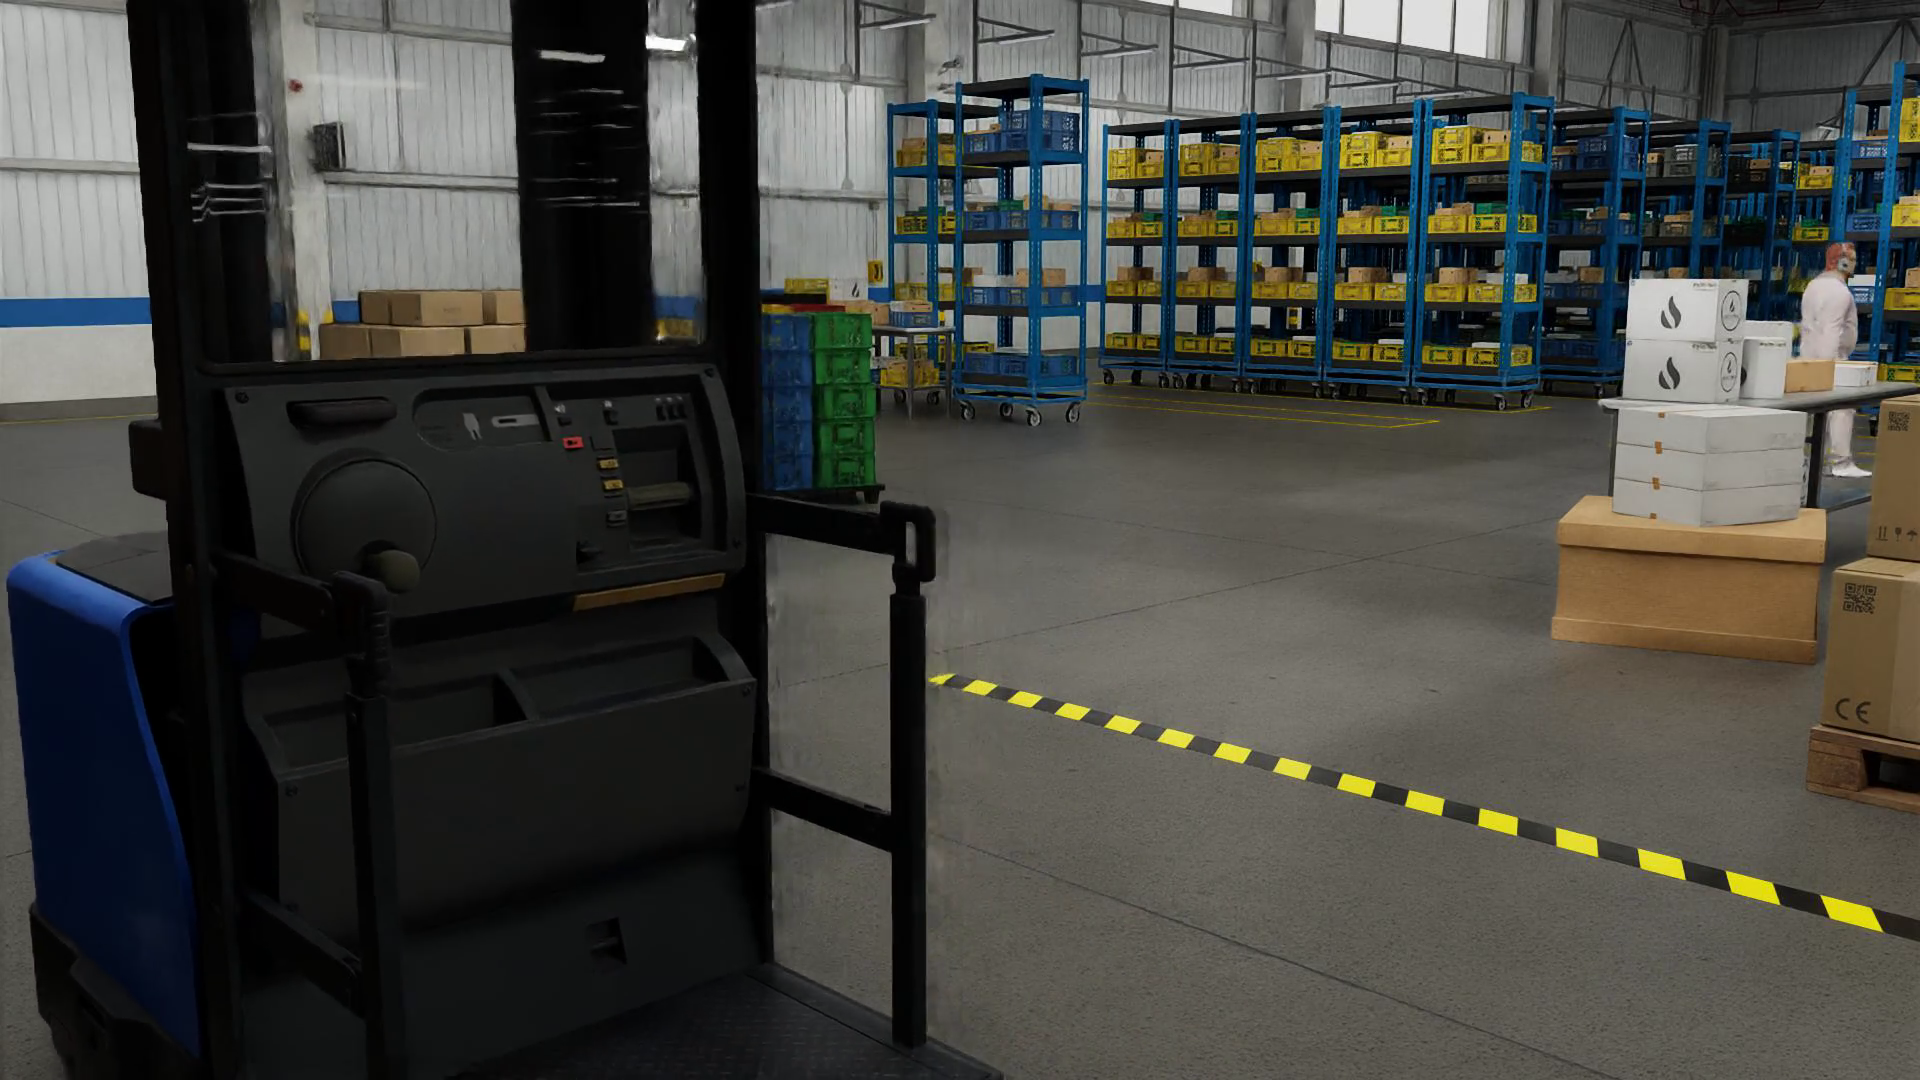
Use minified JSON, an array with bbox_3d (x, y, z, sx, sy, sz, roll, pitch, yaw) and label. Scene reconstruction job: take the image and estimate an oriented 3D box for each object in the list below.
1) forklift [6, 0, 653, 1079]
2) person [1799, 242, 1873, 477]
[{"bbox_3d":[-1.035,-0.255,3.143,1.129,2.768,1.873,-9,13,-43],"label":"forklift"},{"bbox_3d":[6.788,-1.423,13.192,0.898,1.873,0.647,1,9,4],"label":"person"}]
